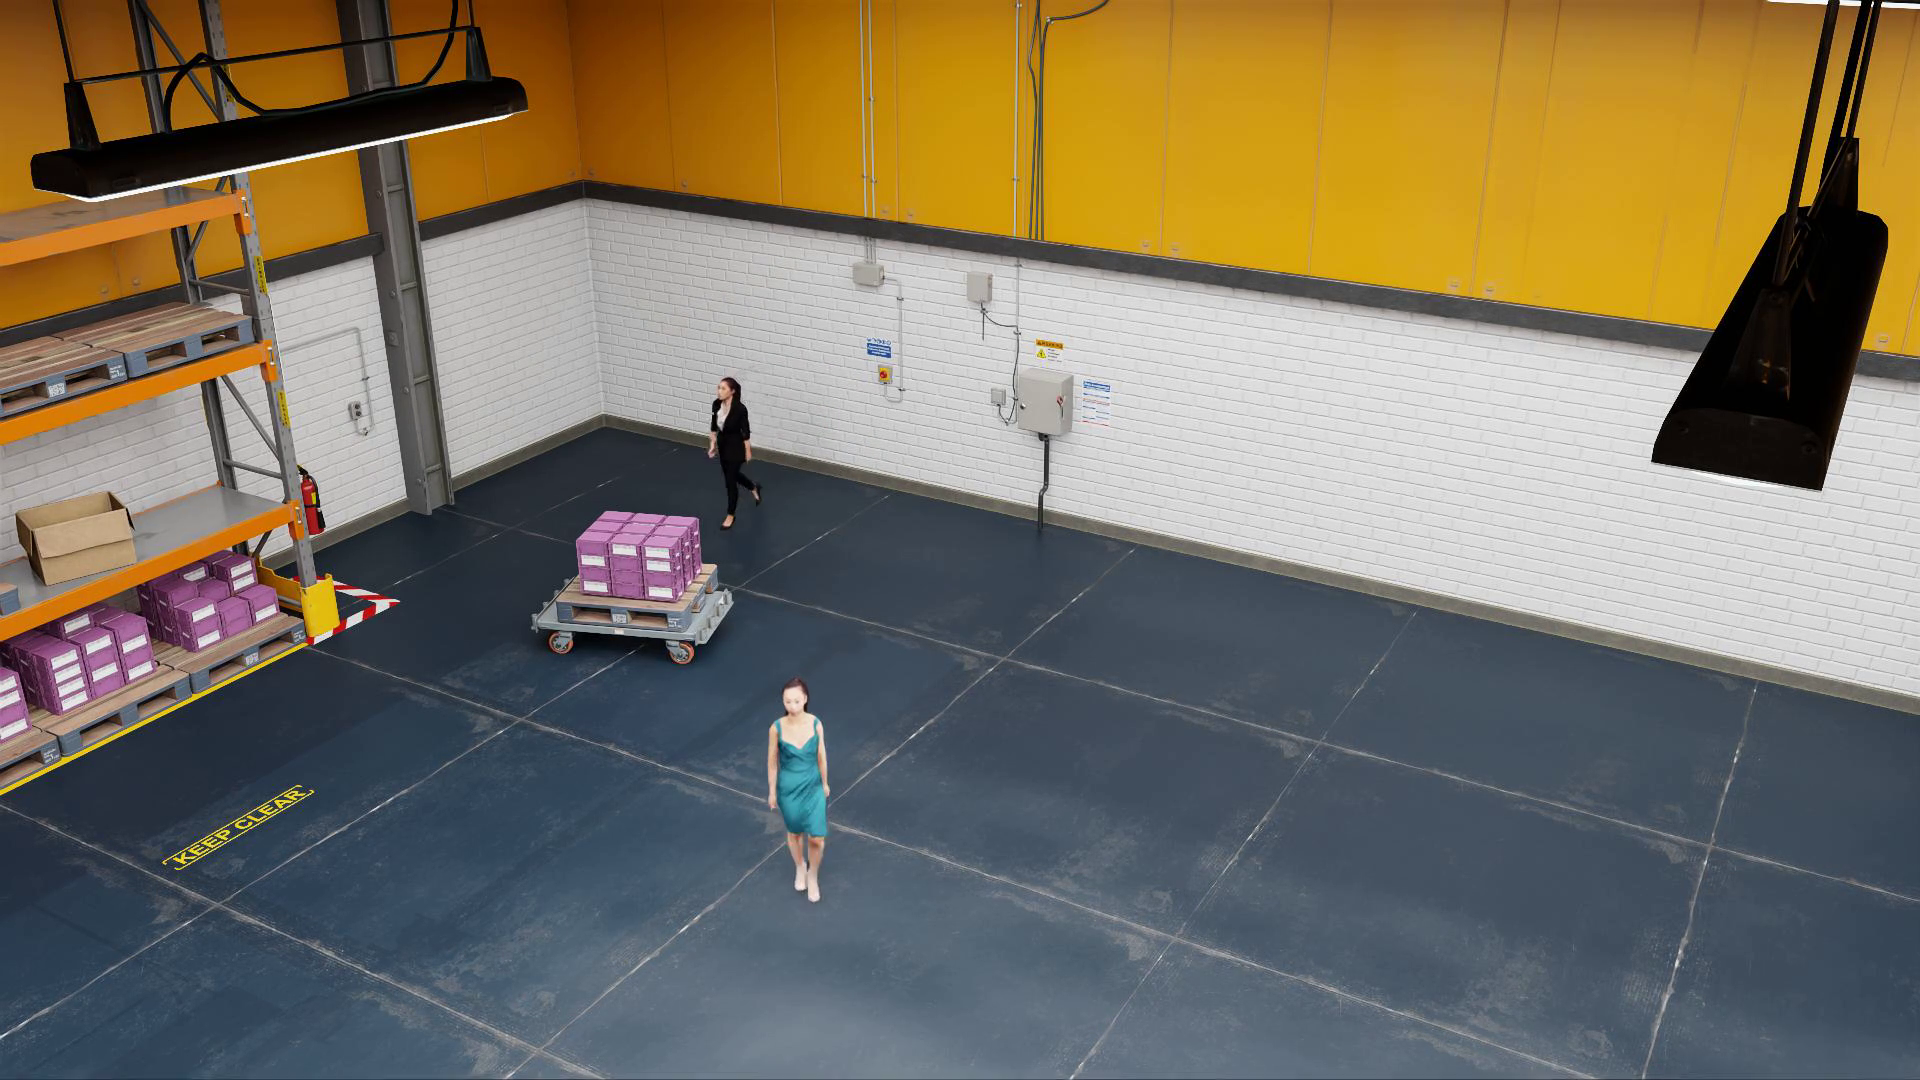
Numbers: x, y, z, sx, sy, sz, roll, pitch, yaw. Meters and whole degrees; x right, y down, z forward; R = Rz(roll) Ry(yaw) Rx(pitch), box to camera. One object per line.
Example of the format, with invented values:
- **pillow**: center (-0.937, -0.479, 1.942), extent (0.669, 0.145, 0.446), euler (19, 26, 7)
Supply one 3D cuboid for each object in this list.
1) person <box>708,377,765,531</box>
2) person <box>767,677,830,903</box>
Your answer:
- **person**: center (-2.360, -0.959, 17.634), extent (0.689, 1.633, 1.044), euler (17, 29, 34)
- **person**: center (-1.109, 1.695, 11.518), extent (0.716, 1.670, 0.771), euler (-3, 24, -6)
